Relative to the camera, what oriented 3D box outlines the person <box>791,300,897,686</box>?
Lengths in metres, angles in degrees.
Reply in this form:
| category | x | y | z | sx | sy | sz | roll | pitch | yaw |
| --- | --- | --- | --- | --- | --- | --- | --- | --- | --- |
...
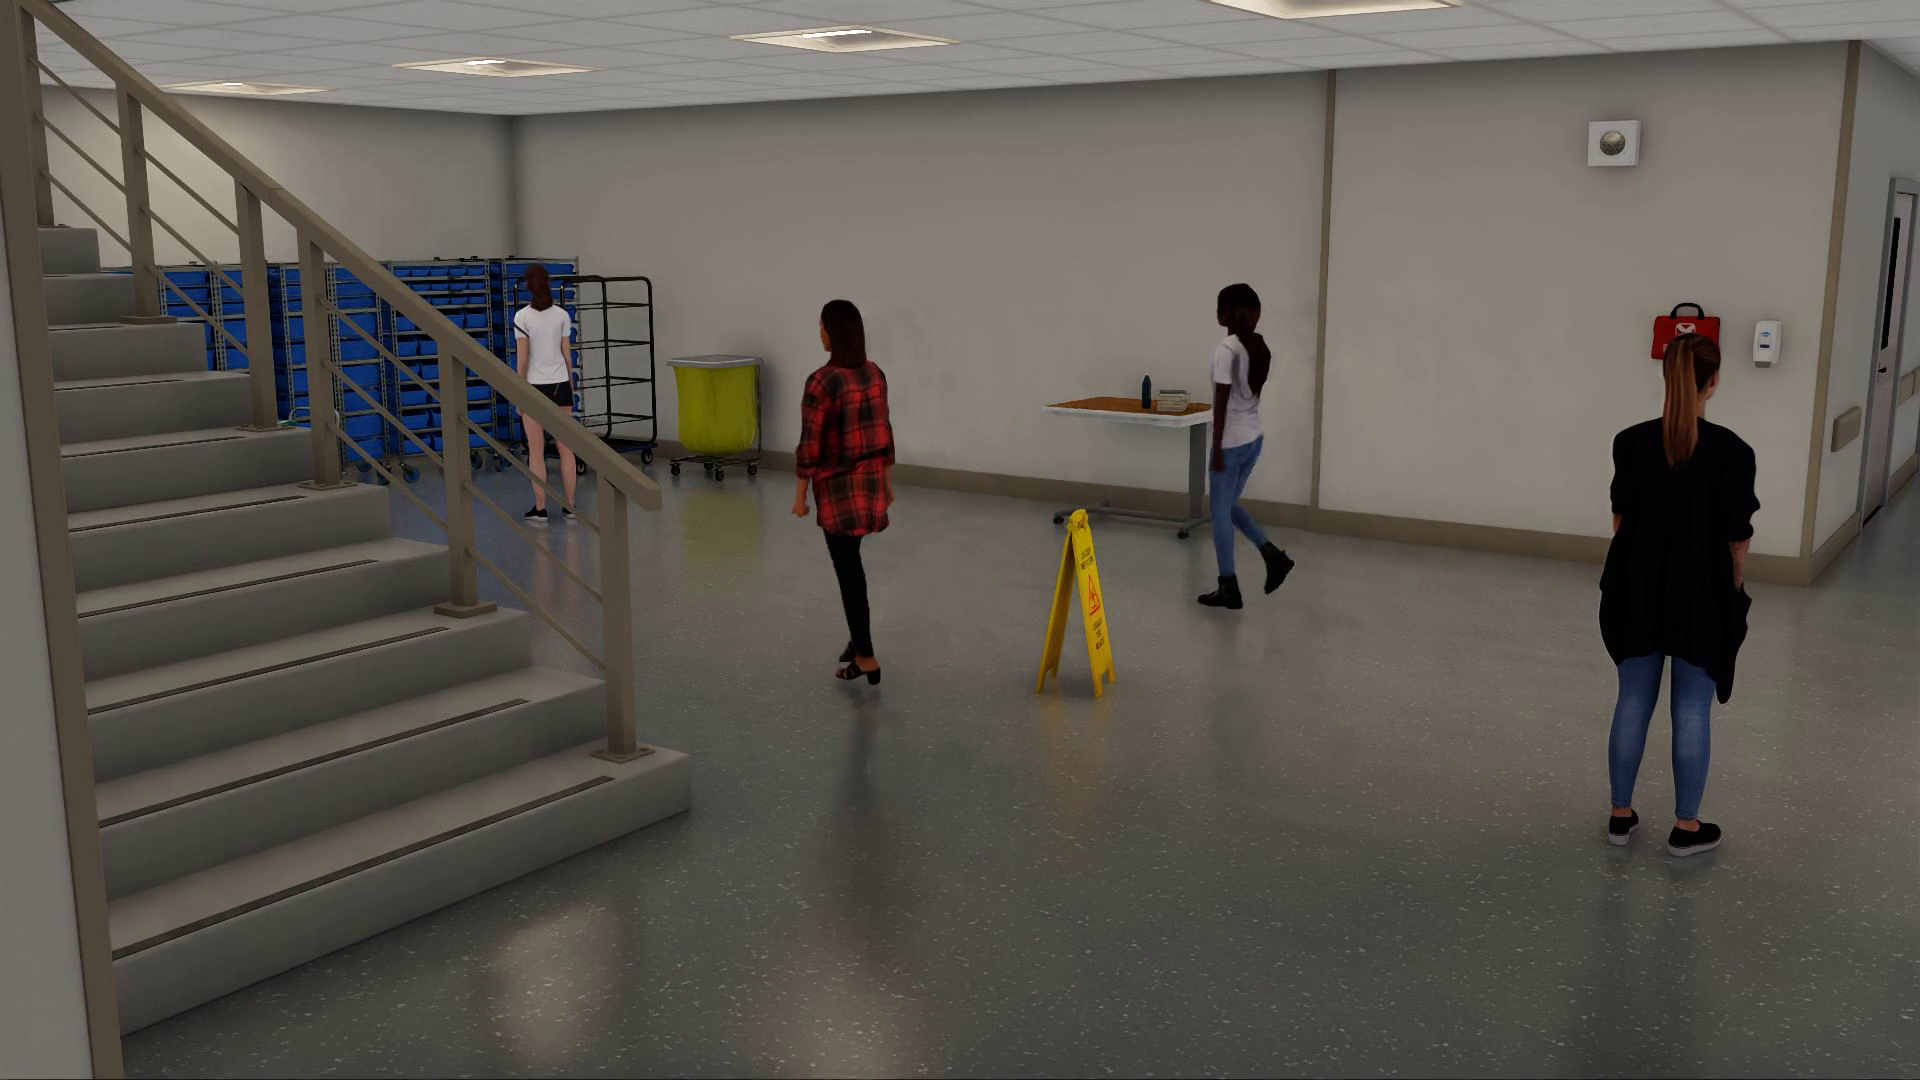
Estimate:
| category | x | y | z | sx | sy | sz | roll | pitch | yaw |
| --- | --- | --- | --- | --- | --- | --- | --- | --- | --- |
| person | -0.420 | -0.187 | 7.252 | 0.649 | 1.689 | 0.658 | 9 | 14 | 39 |

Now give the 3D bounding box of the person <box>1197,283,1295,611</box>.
| category | x | y | z | sx | sy | sz | roll | pitch | yaw |
| --- | --- | --- | --- | --- | --- | --- | --- | --- | --- |
| person | 1.513 | -0.471 | 8.691 | 0.730 | 1.711 | 0.604 | 8 | 13 | 37 |

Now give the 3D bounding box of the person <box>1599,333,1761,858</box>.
| category | x | y | z | sx | sy | sz | roll | pitch | yaw |
| --- | --- | --- | --- | --- | --- | --- | --- | --- | --- |
| person | 2.295 | 0.175 | 5.359 | 0.513 | 1.684 | 0.705 | 9 | 14 | 39 |

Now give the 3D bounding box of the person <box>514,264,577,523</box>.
| category | x | y | z | sx | sy | sz | roll | pitch | yaw |
| --- | --- | --- | --- | --- | --- | --- | --- | --- | --- |
| person | -2.847 | -1.009 | 11.418 | 0.631 | 1.751 | 0.639 | -7 | 13 | -32 |
